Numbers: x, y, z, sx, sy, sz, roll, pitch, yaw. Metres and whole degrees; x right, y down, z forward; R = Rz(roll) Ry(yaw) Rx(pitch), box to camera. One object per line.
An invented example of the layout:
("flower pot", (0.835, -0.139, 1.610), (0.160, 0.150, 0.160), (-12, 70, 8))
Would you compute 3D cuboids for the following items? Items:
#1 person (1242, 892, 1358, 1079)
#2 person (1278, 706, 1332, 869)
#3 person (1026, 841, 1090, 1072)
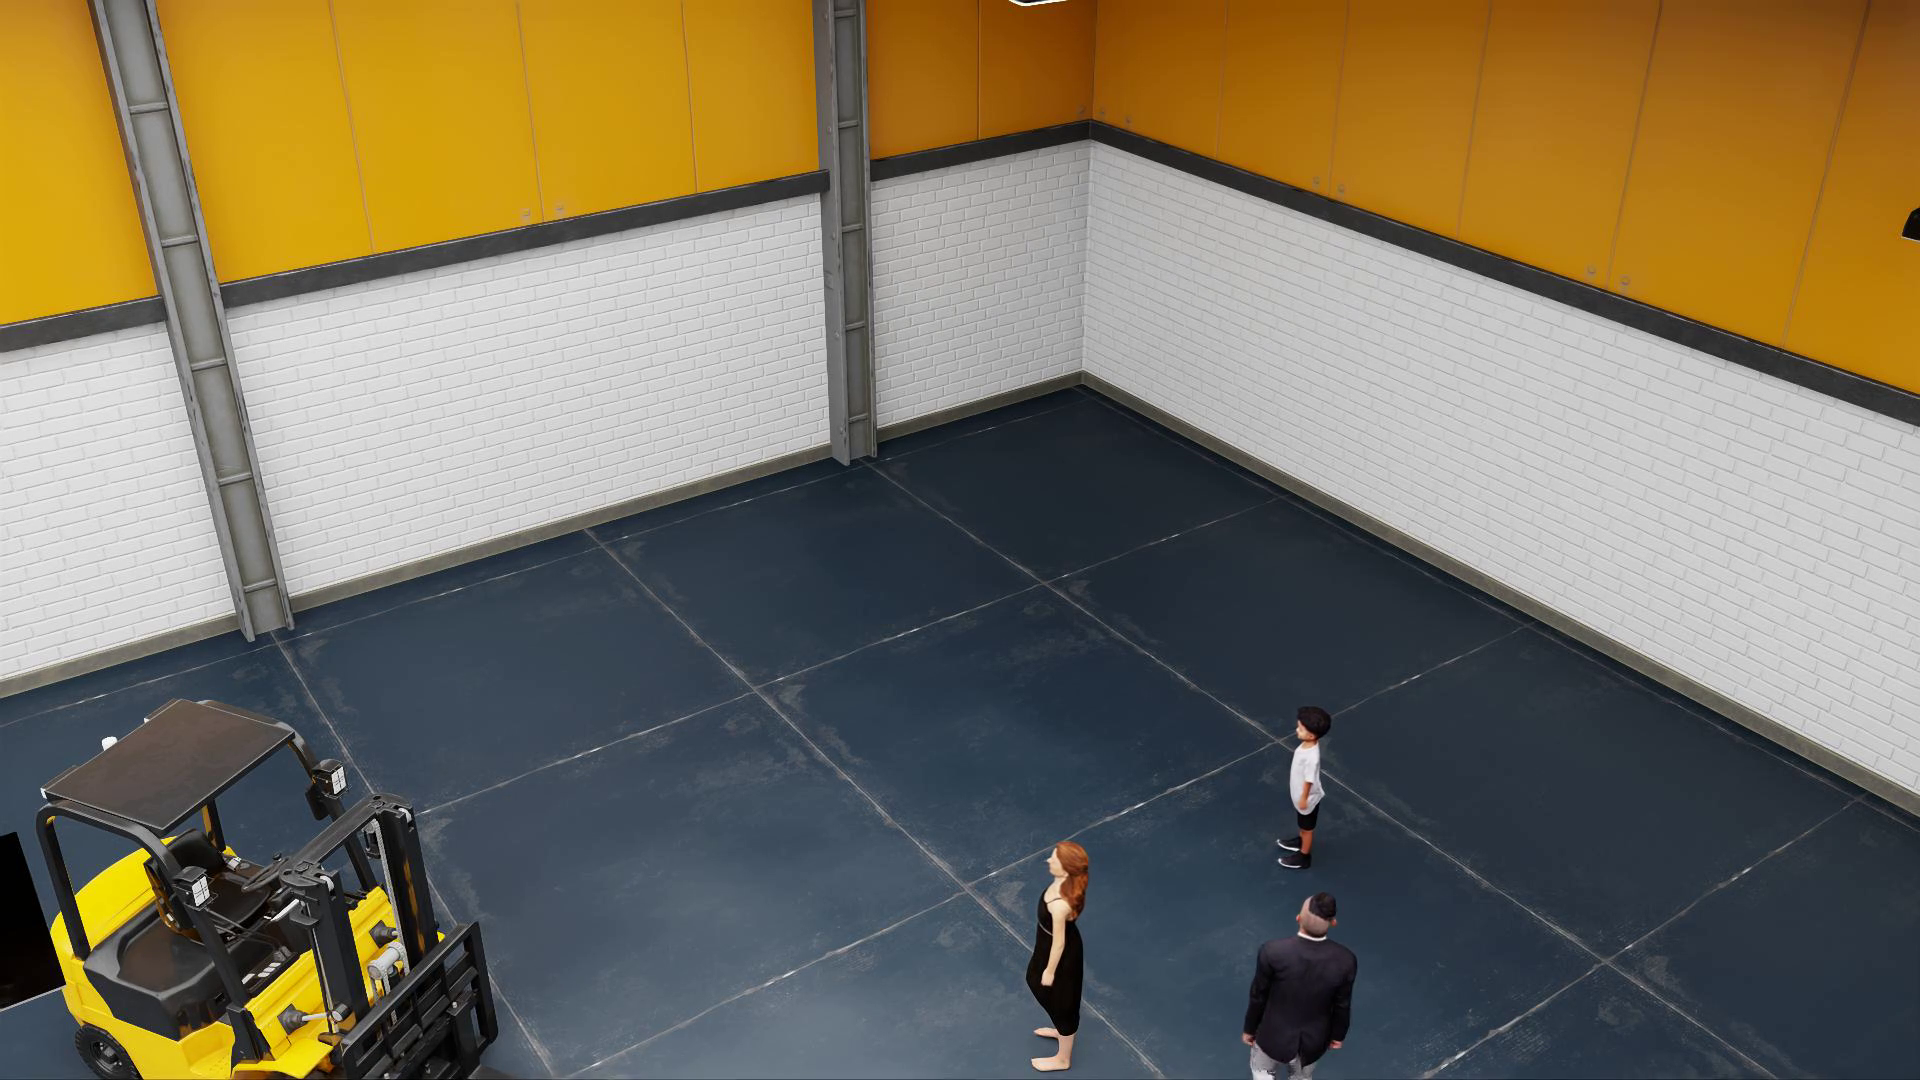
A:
("person", (1.812, 2.682, 8.925), (0.982, 1.937, 1.028), (0, 29, 1))
("person", (2.394, 1.690, 11.453), (0.618, 1.258, 0.564), (3, 29, 6))
("person", (0.597, 2.419, 9.733), (0.737, 1.625, 0.678), (5, 29, 8))
